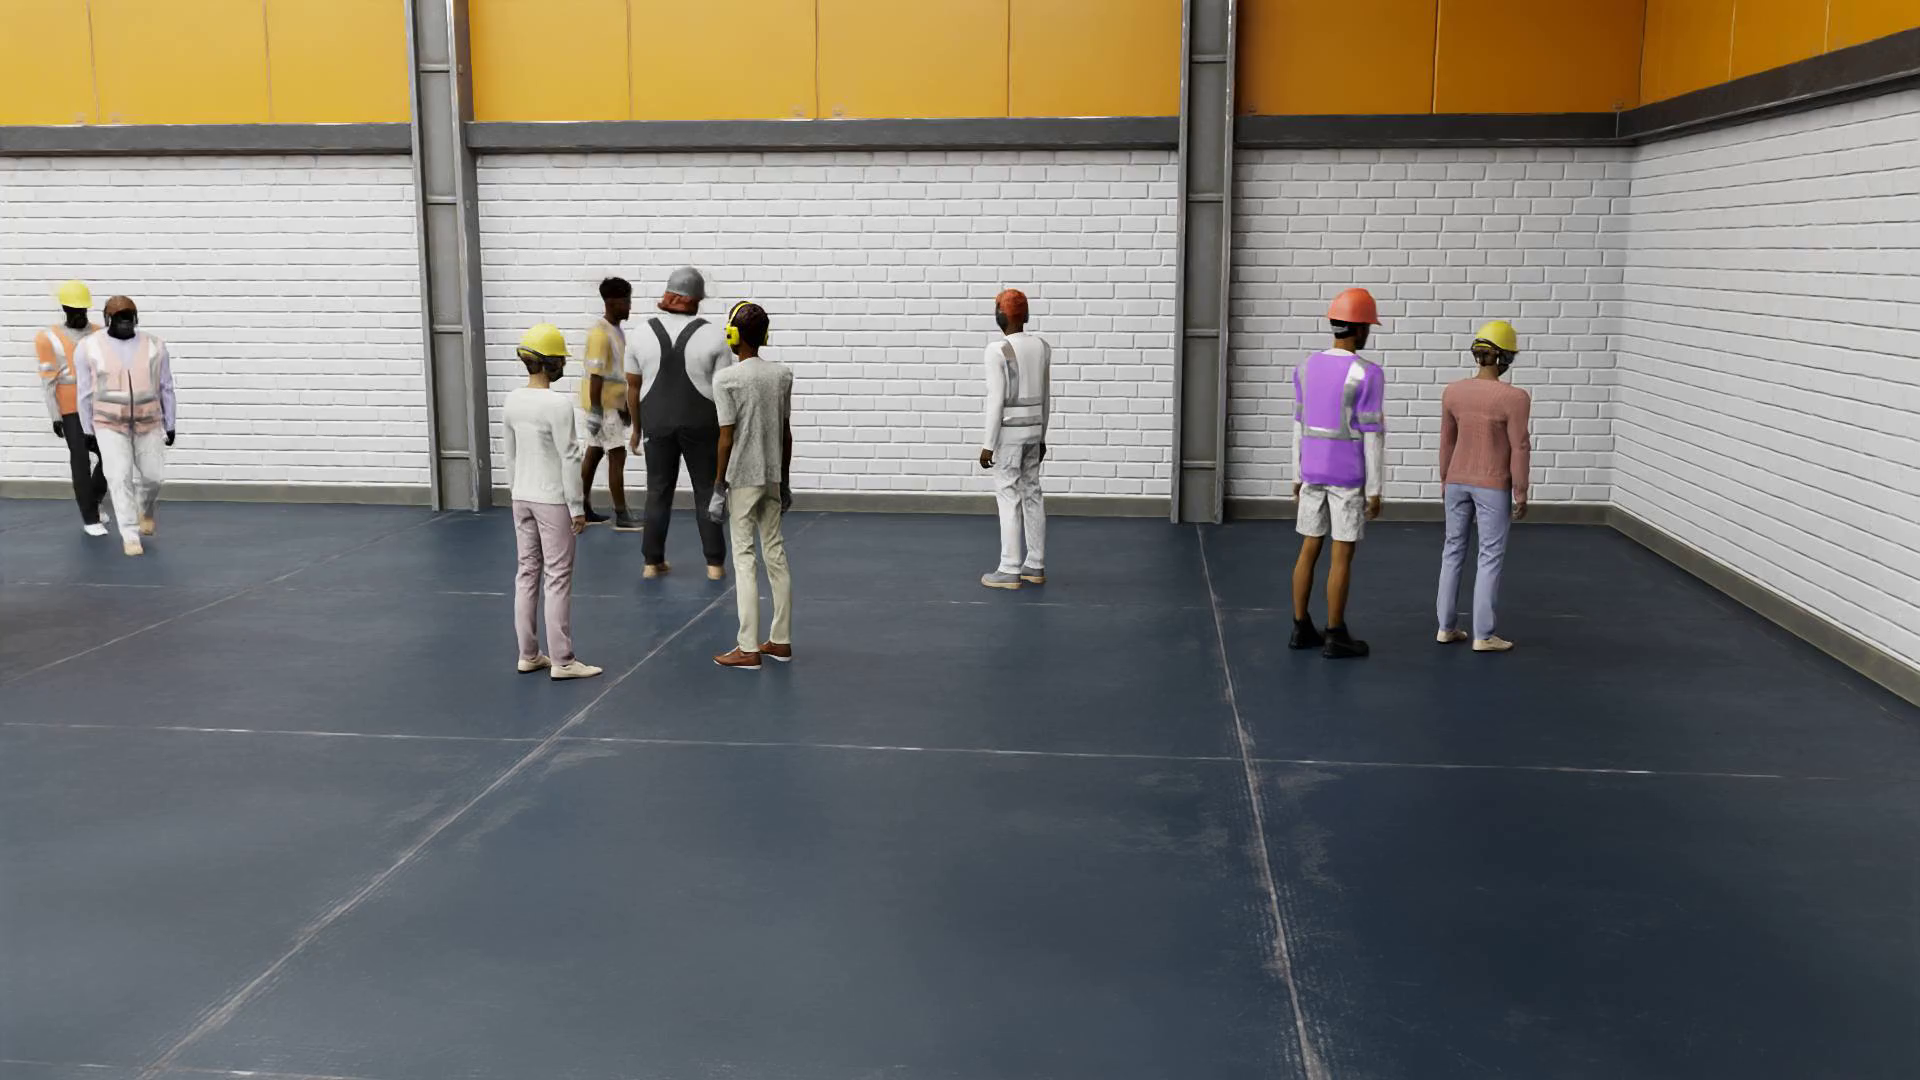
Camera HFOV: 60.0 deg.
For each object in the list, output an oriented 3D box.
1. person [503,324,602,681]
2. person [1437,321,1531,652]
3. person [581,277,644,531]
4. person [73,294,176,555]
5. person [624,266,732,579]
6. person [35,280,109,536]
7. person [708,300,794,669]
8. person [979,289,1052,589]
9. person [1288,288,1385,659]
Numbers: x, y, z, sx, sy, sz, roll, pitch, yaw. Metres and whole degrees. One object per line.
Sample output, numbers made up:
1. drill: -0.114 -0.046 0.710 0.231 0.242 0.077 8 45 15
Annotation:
1. person: -2.040 -0.184 8.260 0.530 1.766 0.318 8 13 38
2. person: 2.785 -0.279 8.834 0.343 1.755 0.531 -8 13 -39
3. person: -2.684 -1.025 12.664 0.677 1.929 0.627 -1 10 -4
4. person: -5.889 -0.822 11.759 0.635 1.824 0.605 -7 12 -36
5. person: -1.787 -0.764 10.784 0.694 2.000 0.536 1 10 5
6. person: -6.581 -0.993 12.485 0.542 1.904 0.592 8 13 38
7. person: -1.067 -0.276 8.483 0.329 1.872 0.510 9 13 42
8. person: 0.349 -0.635 10.496 0.337 1.881 0.584 9 13 42
9. person: 1.979 -0.341 8.680 0.384 1.935 0.551 -8 13 -38
